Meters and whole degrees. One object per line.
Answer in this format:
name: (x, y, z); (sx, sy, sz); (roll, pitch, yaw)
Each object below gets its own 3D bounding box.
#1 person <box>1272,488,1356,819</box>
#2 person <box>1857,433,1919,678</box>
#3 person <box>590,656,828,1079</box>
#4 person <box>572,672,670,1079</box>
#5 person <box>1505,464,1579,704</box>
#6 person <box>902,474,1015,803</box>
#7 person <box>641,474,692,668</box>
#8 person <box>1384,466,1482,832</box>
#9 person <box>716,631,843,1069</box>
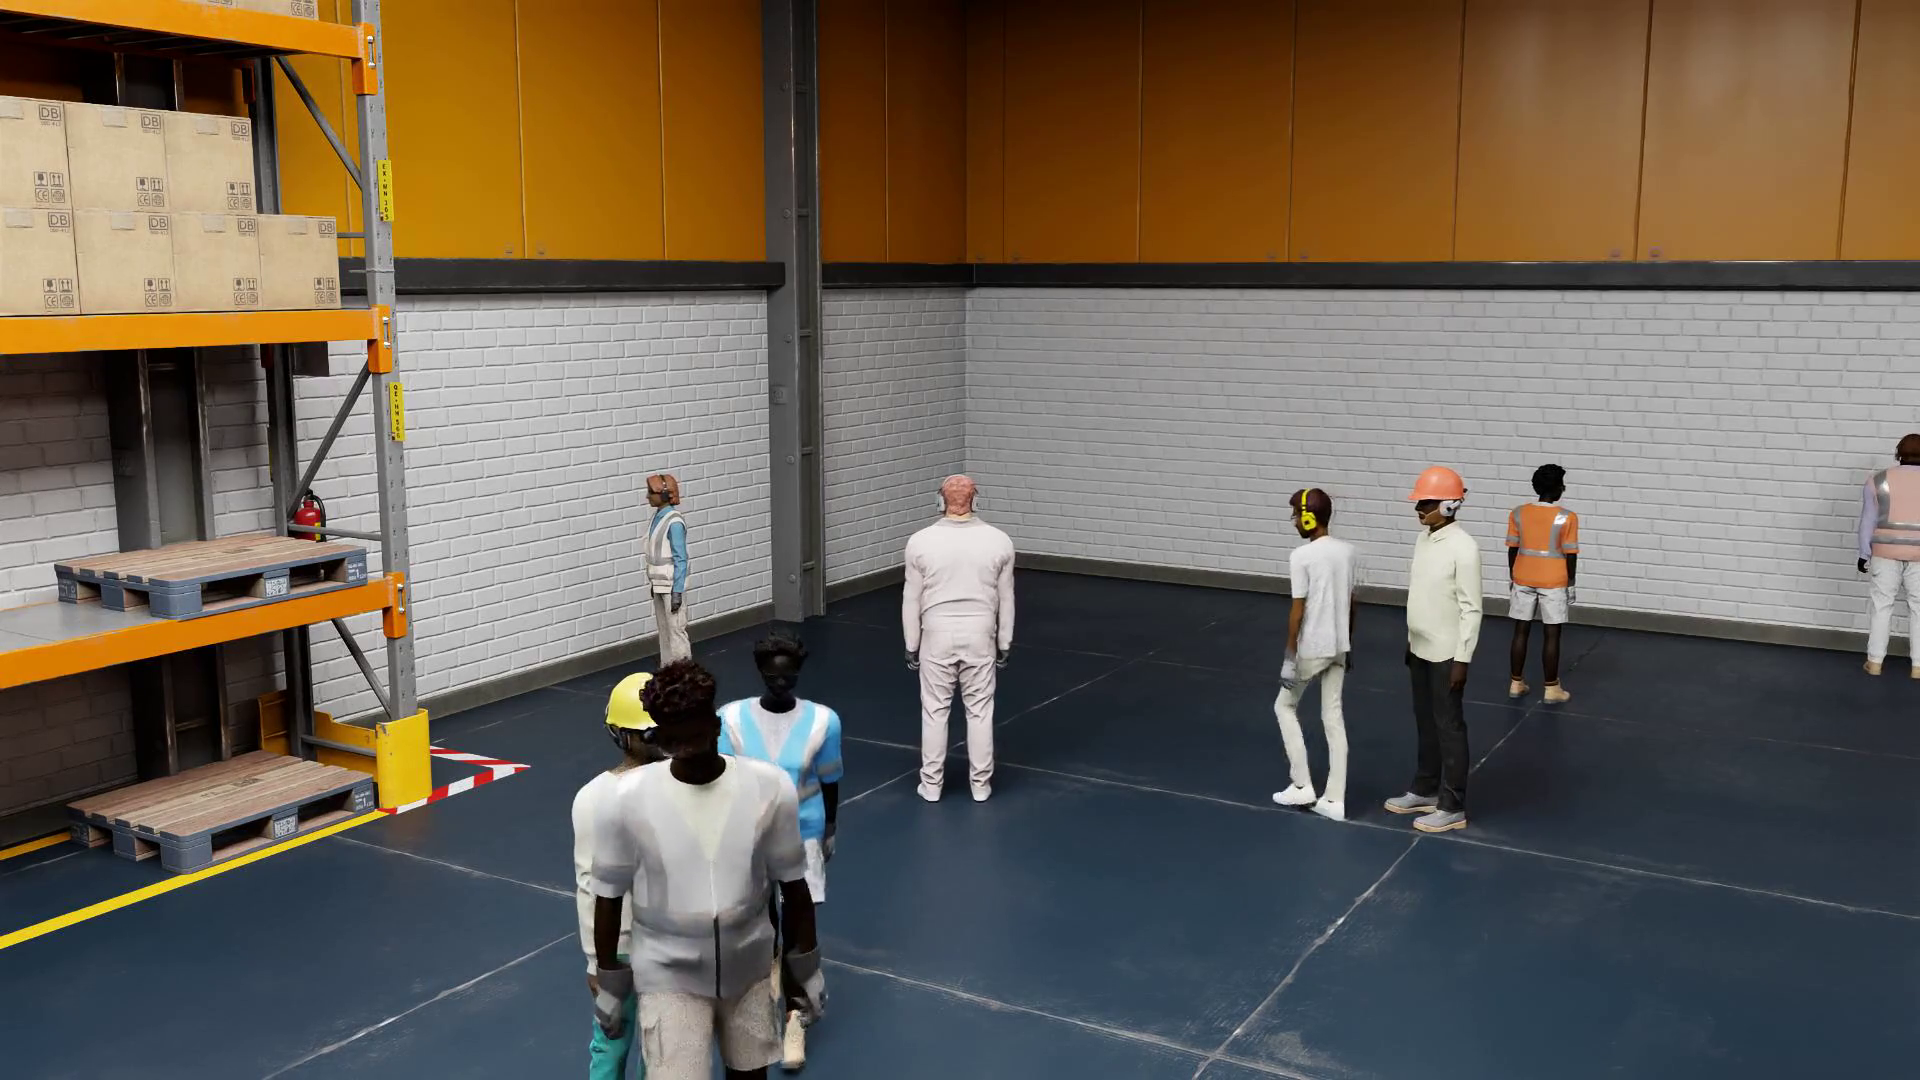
person: (1.983, 0.627, 9.312); (0.585, 1.839, 0.597); (-6, 11, -33)
person: (7.104, 0.117, 12.518); (0.634, 1.839, 0.429); (4, 10, 25)
person: (-0.762, 1.281, 4.967); (0.651, 1.939, 0.447); (-4, 10, -22)
person: (-1.016, 1.293, 5.402); (0.315, 1.770, 0.524); (6, 11, 34)
person: (4.123, 0.304, 11.791); (0.320, 1.697, 0.537); (-8, 12, -42)
person: (-0.007, 0.571, 9.527); (0.649, 1.896, 0.400); (-1, 9, -7)
person: (-2.055, 0.349, 11.694); (0.310, 1.638, 0.522); (-5, 10, -28)
person: (2.598, 0.588, 9.092); (0.393, 1.992, 0.622); (-2, 9, -12)
person: (-0.731, 1.154, 6.622); (0.532, 1.653, 0.887); (0, 9, 0)
